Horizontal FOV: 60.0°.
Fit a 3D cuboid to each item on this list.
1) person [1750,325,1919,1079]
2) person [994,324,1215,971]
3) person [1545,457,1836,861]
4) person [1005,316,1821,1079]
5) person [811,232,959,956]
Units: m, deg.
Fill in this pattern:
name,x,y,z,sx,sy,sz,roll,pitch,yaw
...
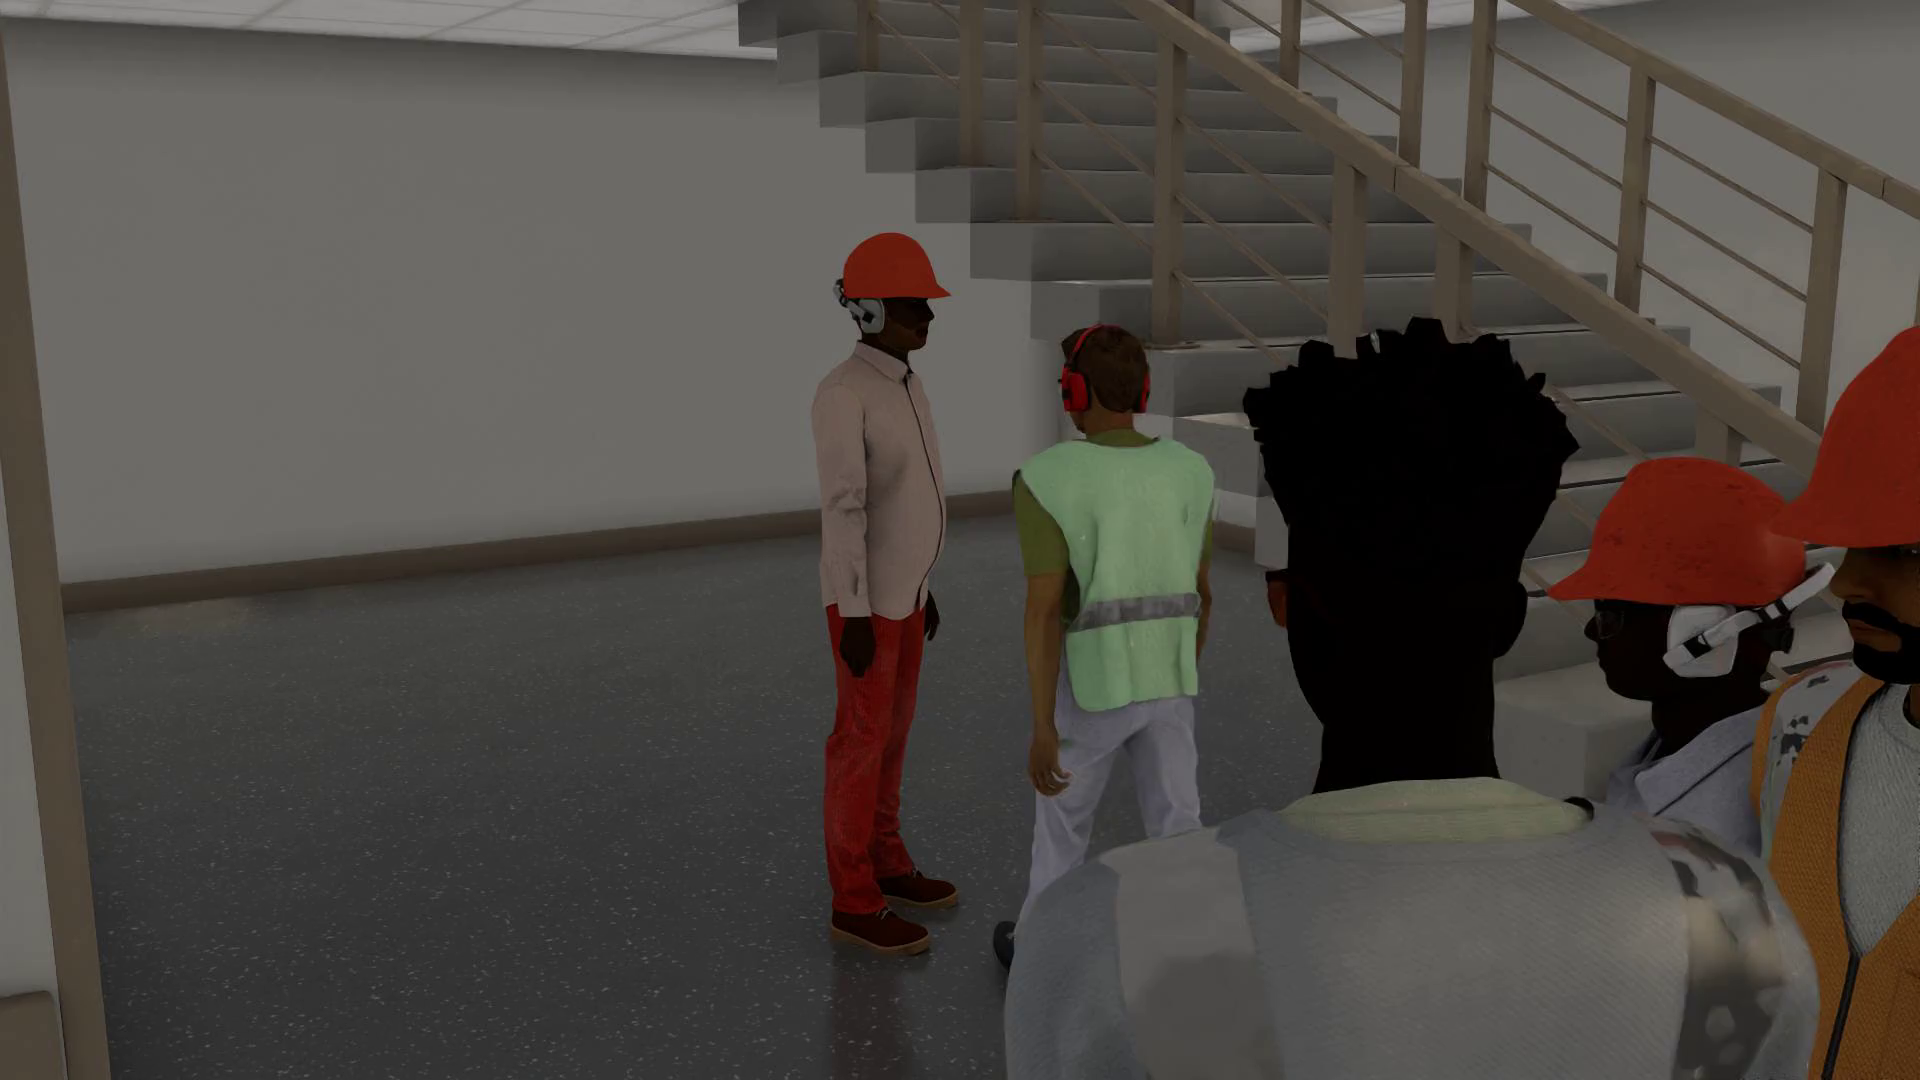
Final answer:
name,x,y,z,sx,sy,sz,roll,pitch,yaw
person,0.905,0.761,1.615,0.376,1.935,0.550,-4,11,-18
person,0.386,0.387,4.022,0.596,1.781,1.030,-5,12,-25
person,0.861,0.767,2.067,0.341,1.749,0.572,3,11,17
person,0.320,0.812,1.317,0.610,1.954,0.387,-2,11,-9
person,-0.207,0.146,4.698,0.379,1.996,0.609,3,11,16
